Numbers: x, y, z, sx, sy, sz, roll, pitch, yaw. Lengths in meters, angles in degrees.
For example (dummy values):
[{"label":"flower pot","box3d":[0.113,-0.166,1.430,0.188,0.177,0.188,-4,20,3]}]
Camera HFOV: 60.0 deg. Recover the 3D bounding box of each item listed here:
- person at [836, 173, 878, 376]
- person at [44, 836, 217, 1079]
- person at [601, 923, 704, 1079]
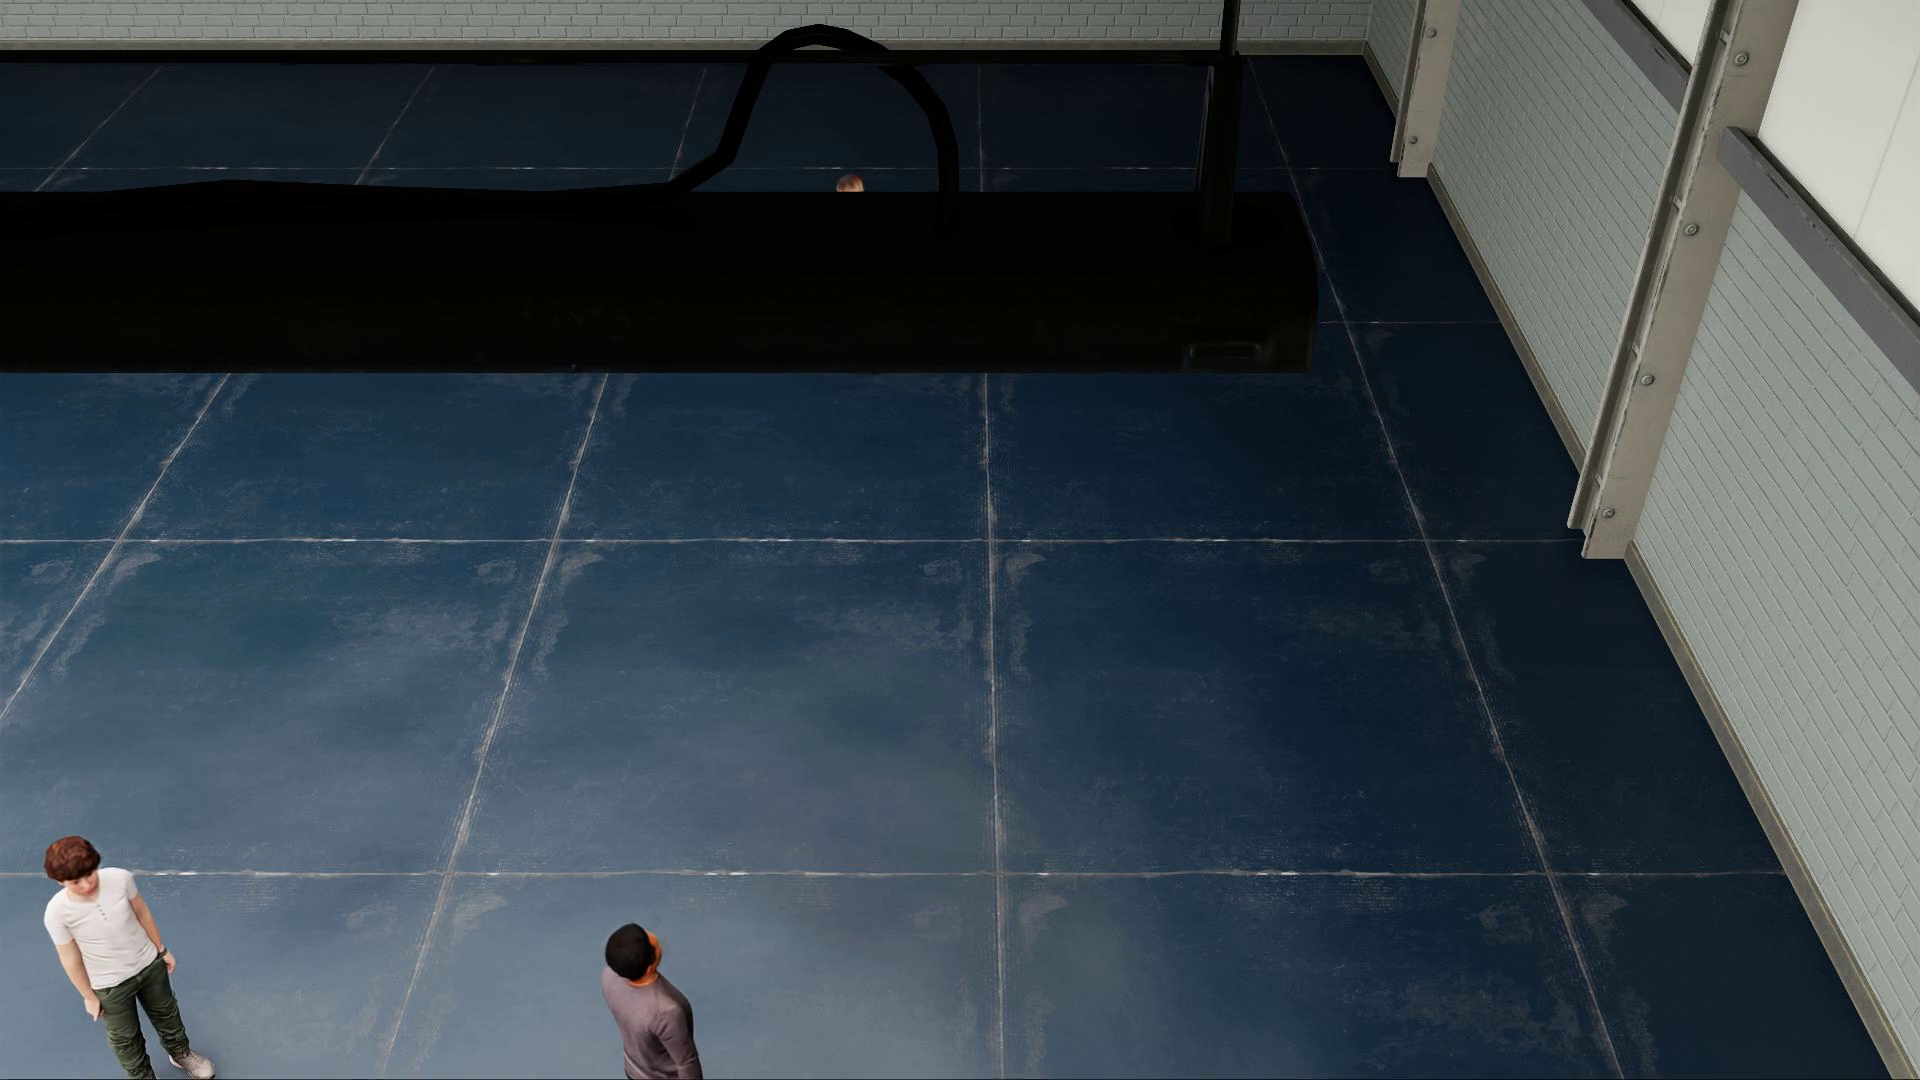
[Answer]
[{"label":"person","box3d":[-0.808,-2.024,12.727,0.675,1.671,0.704,24,43,28]},{"label":"person","box3d":[-3.793,1.941,7.525,0.717,1.655,0.638,25,44,29]},{"label":"person","box3d":[-1.283,2.228,7.050,0.757,1.772,0.700,5,38,7]}]
